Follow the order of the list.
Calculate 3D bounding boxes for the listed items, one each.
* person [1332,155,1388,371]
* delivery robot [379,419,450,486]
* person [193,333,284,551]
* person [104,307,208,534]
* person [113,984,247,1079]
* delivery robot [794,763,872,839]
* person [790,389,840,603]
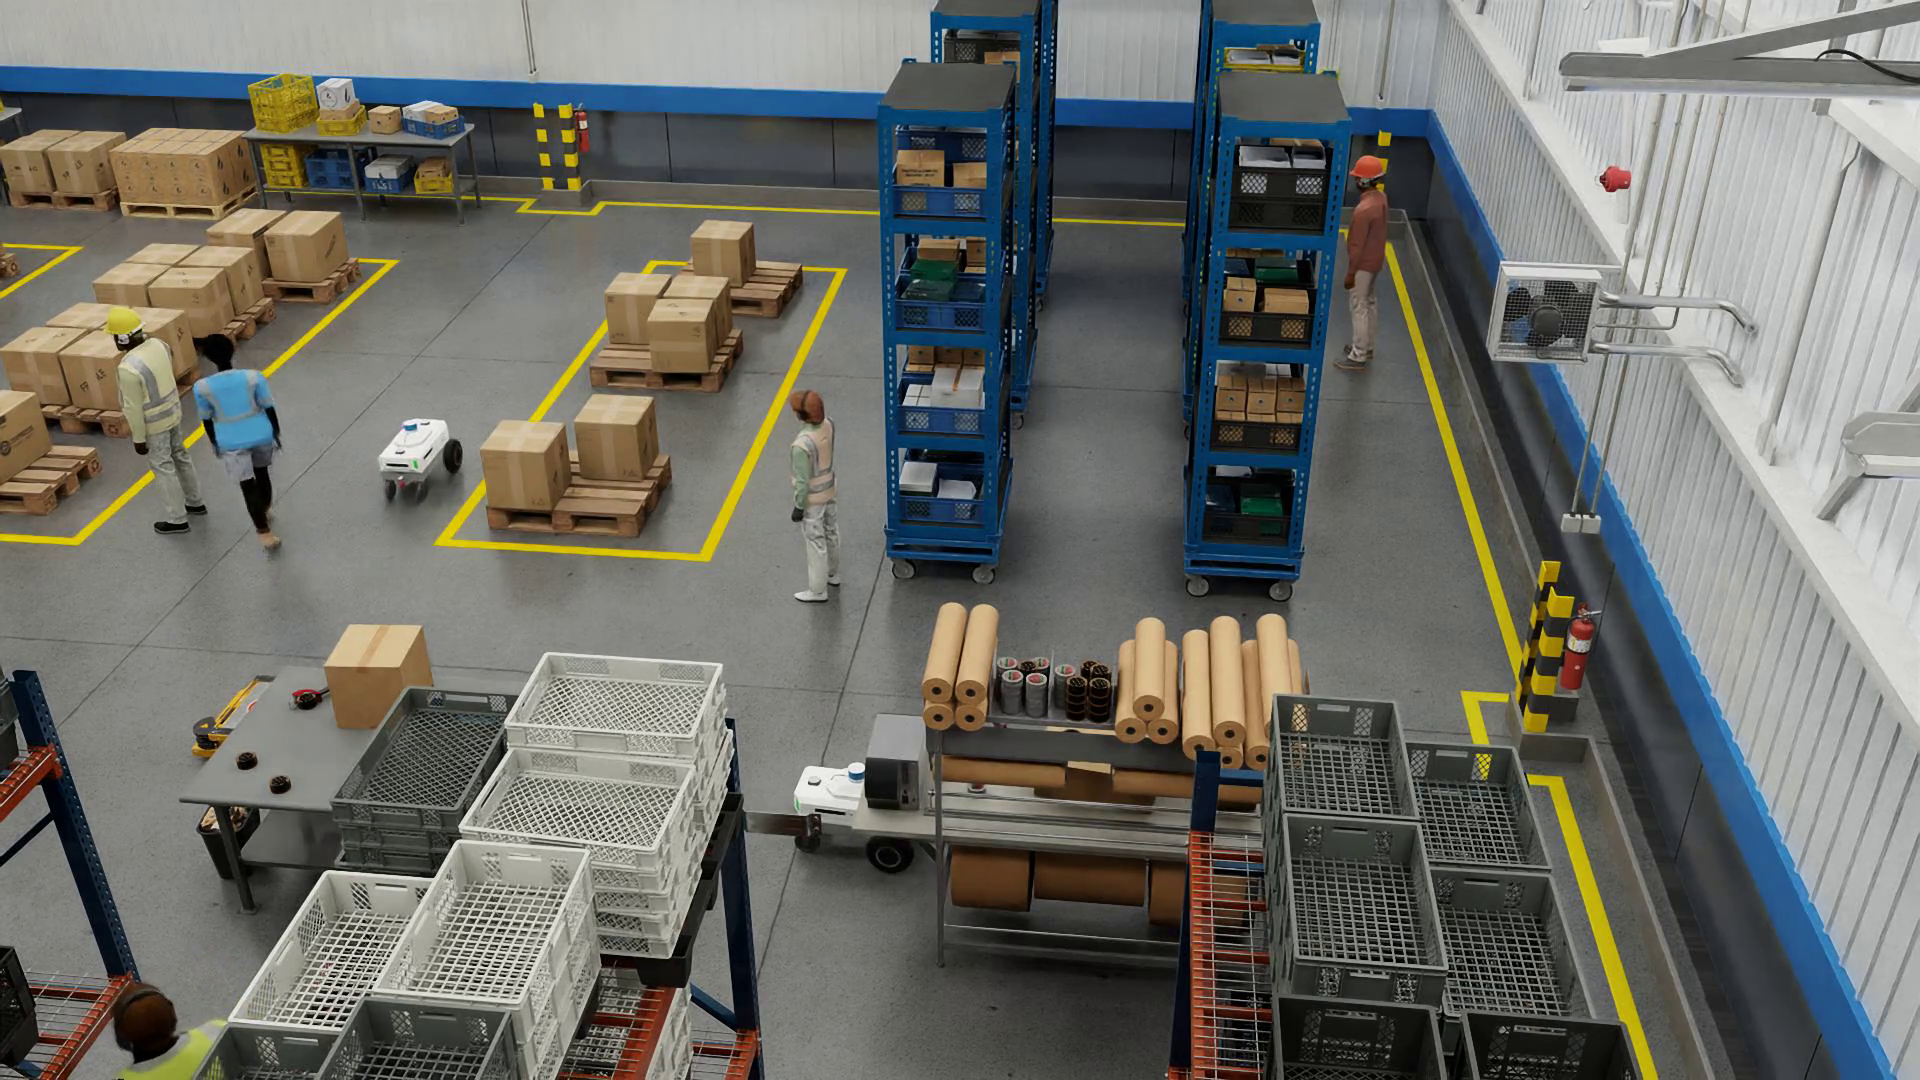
[{"bbox_3d":[3.711,-2.577,15.395,0.430,1.981,0.636,15,34,24],"label":"person"},{"bbox_3d":[-4.443,-0.742,13.550,0.477,0.478,0.707,3,30,5],"label":"delivery robot"},{"bbox_3d":[-5.402,-0.741,12.577,0.537,1.676,0.833,-20,36,-30],"label":"person"},{"bbox_3d":[-6.154,-0.921,12.698,0.403,1.824,0.597,2,30,3],"label":"person"},{"bbox_3d":[-3.134,2.551,6.725,0.431,1.833,0.725,21,36,31],"label":"person"},{"bbox_3d":[-0.595,1.515,9.674,0.707,0.478,0.477,6,31,9],"label":"delivery robot"},{"bbox_3d":[-1.035,-0.319,11.840,0.310,1.642,0.514,12,32,19],"label":"person"}]
